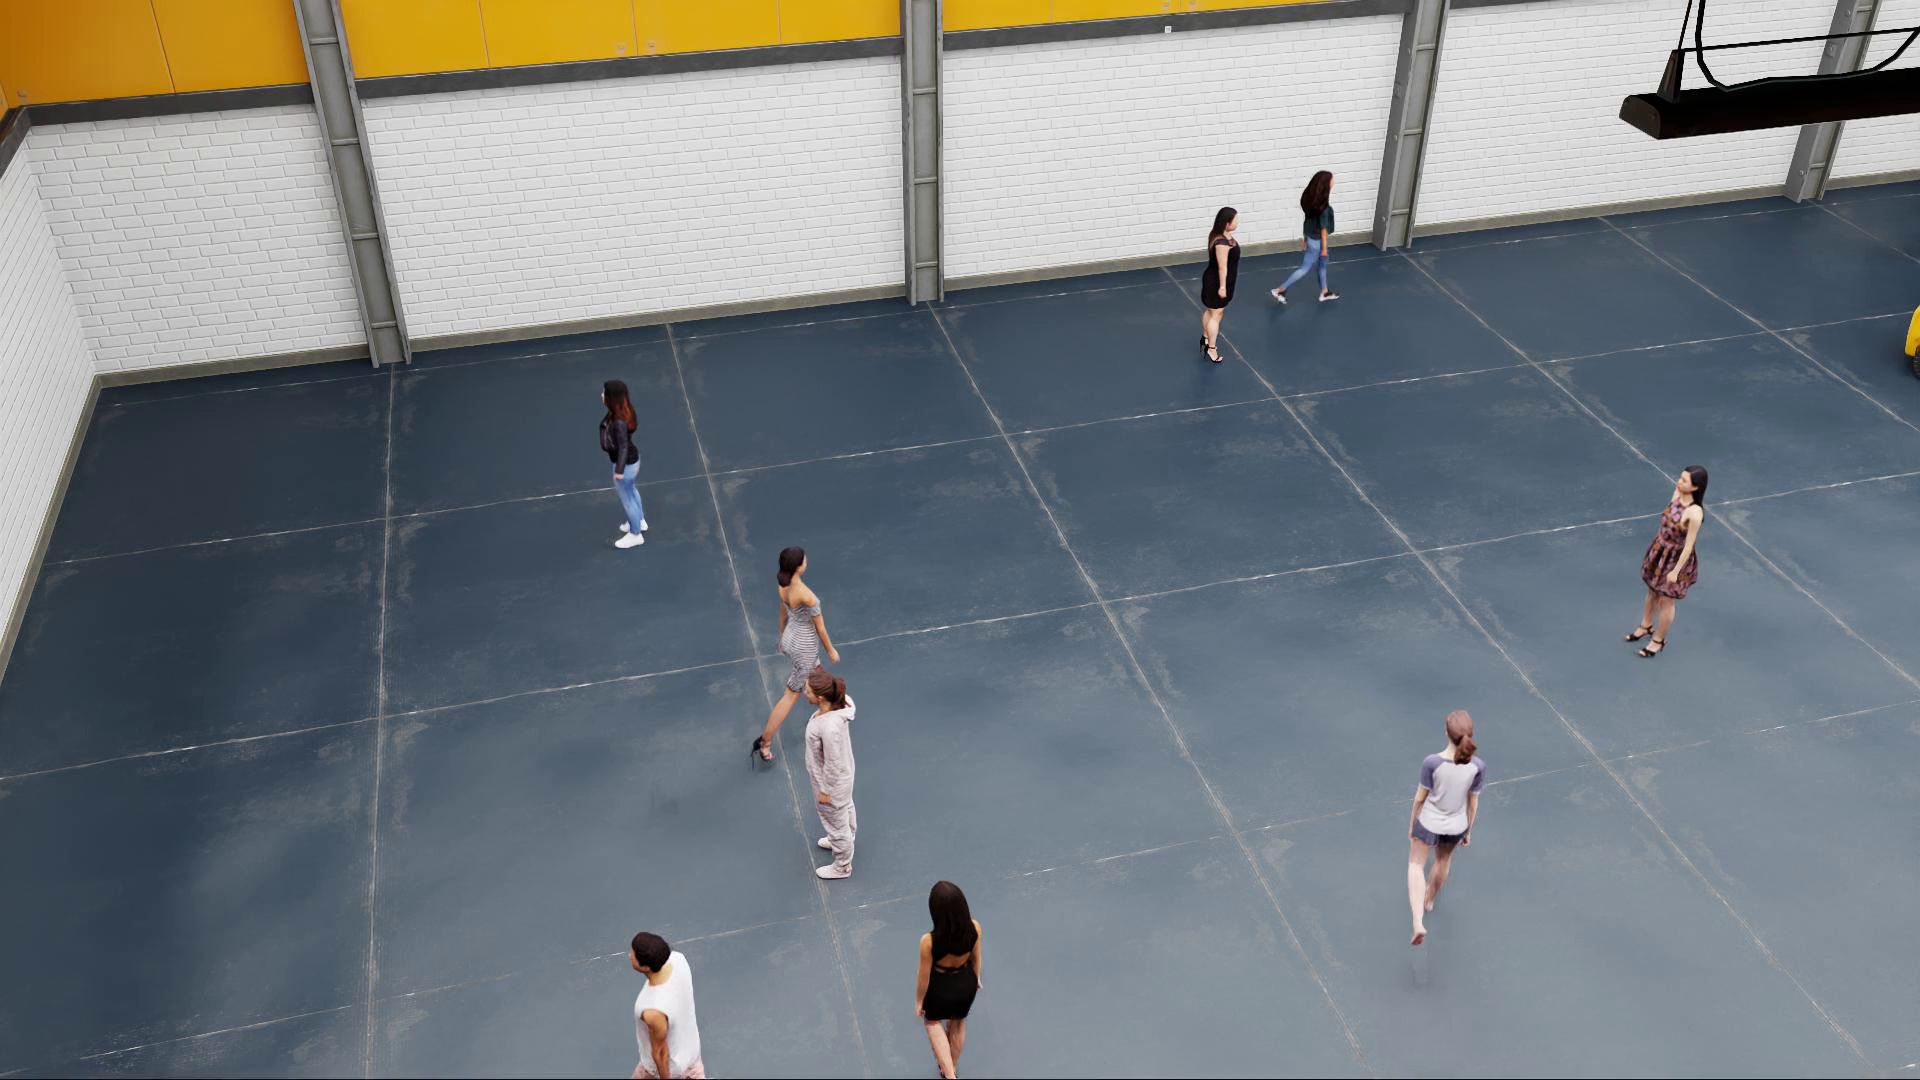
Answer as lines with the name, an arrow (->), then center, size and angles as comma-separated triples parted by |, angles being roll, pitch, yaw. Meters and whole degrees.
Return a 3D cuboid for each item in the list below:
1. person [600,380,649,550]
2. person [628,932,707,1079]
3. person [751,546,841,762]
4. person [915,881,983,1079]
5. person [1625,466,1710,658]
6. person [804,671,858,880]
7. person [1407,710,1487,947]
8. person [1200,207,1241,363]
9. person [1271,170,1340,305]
person -> -2.968, -0.700, 14.790 | 0.588, 1.634, 0.668 | -4, 34, -7
person -> -1.537, 2.870, 9.313 | 1.237, 1.752, 1.036 | 9, 35, 14
person -> -1.252, 0.883, 12.280 | 1.163, 1.776, 0.821 | -20, 38, -27
person -> -0.031, 2.697, 9.678 | 0.654, 1.635, 0.686 | -12, 35, -17
person -> 5.705, 0.169, 13.356 | 0.719, 1.774, 0.711 | -3, 34, -4
person -> -0.849, 1.574, 11.315 | 0.666, 1.693, 0.696 | 1, 34, 1
person -> 3.129, 1.896, 10.786 | 0.973, 1.743, 0.858 | 5, 34, 7
person -> 2.754, -2.751, 17.799 | 0.679, 1.717, 0.700 | -1, 34, -1
person -> 3.964, -3.396, 18.890 | 1.082, 1.586, 0.625 | -6, 34, -9
